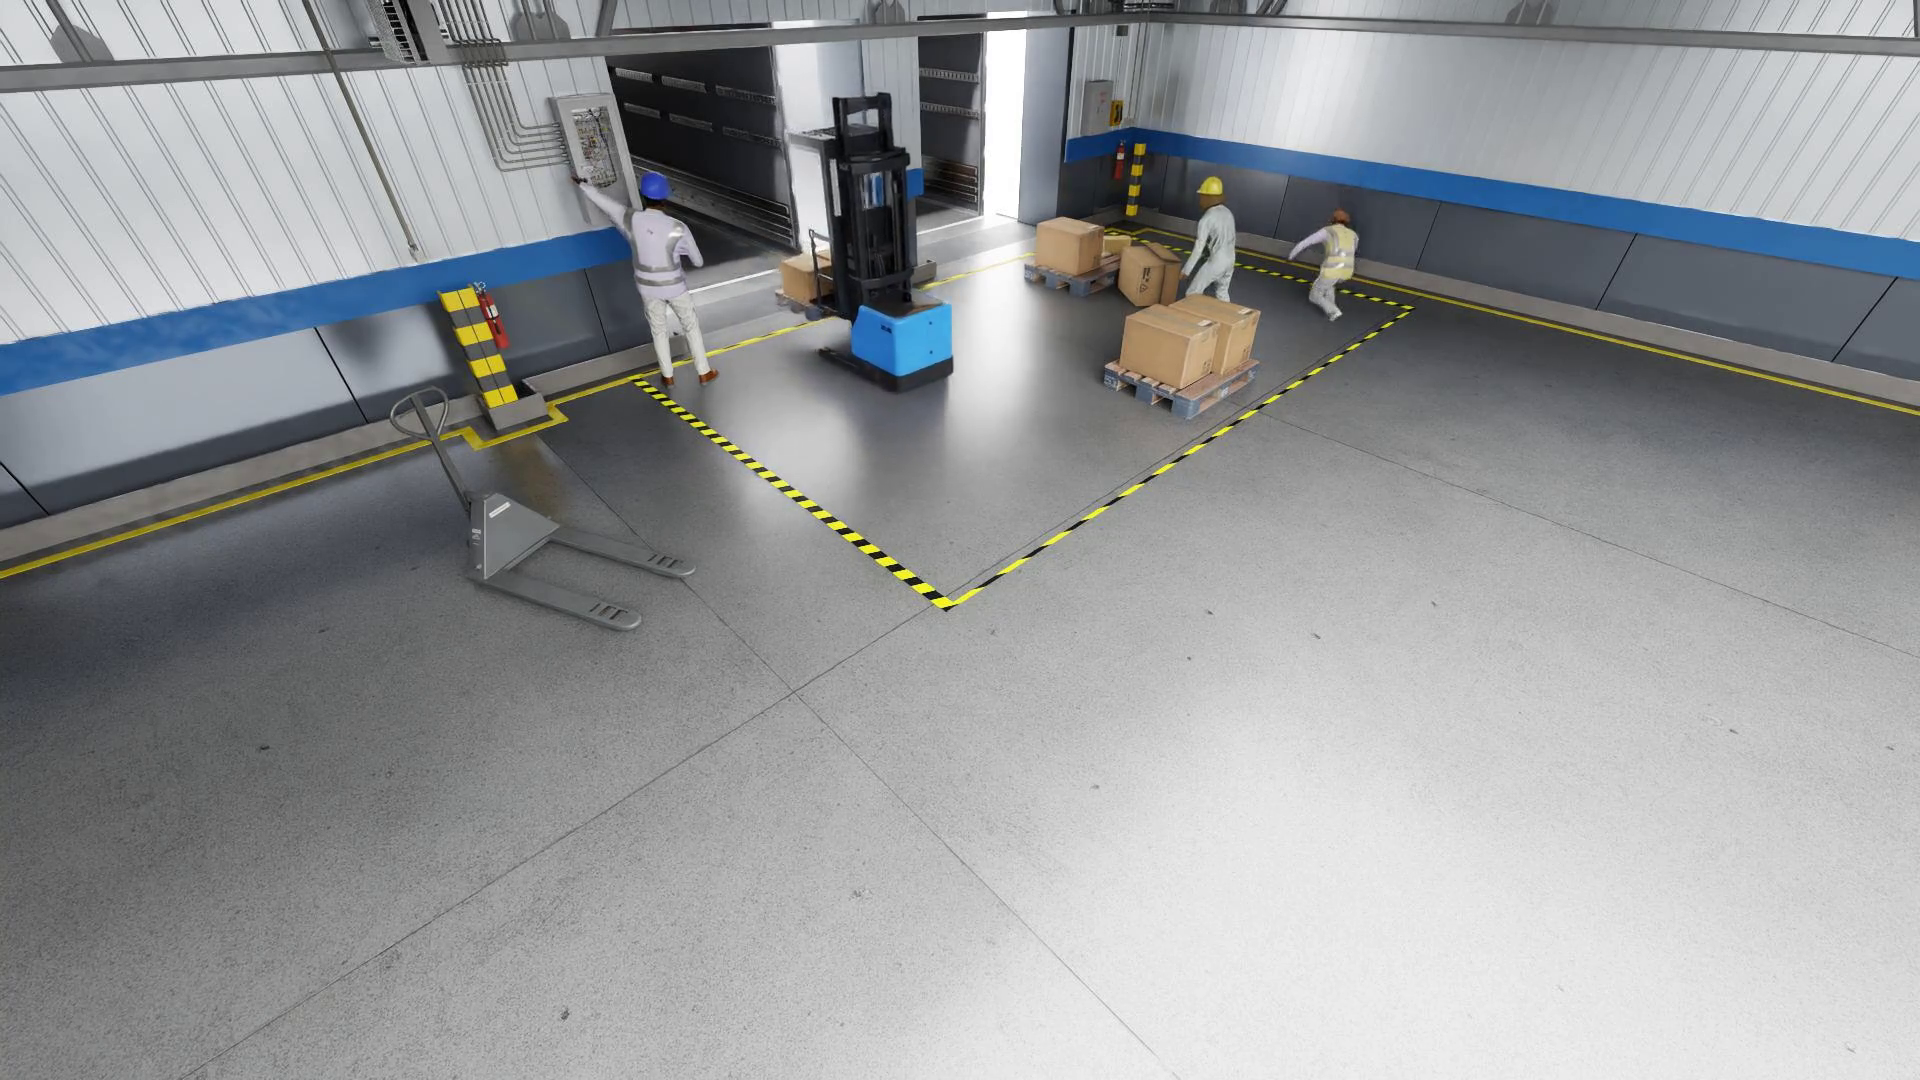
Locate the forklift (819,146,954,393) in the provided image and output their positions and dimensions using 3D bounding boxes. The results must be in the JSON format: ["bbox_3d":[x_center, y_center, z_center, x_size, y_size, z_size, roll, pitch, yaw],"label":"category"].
[{"bbox_3d":[-0.610,-2.490,6.839,0.716,2.013,0.776,-30,47,-33],"label":"forklift"}]

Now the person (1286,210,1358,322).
[{"bbox_3d":[4.370,-3.180,8.611,0.746,1.153,0.938,-4,38,-5],"label":"person"}]

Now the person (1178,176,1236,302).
[{"bbox_3d":[2.661,-2.913,7.725,0.655,1.643,0.587,-28,46,-31],"label":"person"}]

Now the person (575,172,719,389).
[{"bbox_3d":[-2.873,-2.409,6.848,1.021,1.907,0.725,-5,38,-7],"label":"person"}]

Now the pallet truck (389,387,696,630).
[{"bbox_3d":[-2.613,-0.247,4.593,1.601,1.201,0.680,14,40,17],"label":"pallet truck"}]
